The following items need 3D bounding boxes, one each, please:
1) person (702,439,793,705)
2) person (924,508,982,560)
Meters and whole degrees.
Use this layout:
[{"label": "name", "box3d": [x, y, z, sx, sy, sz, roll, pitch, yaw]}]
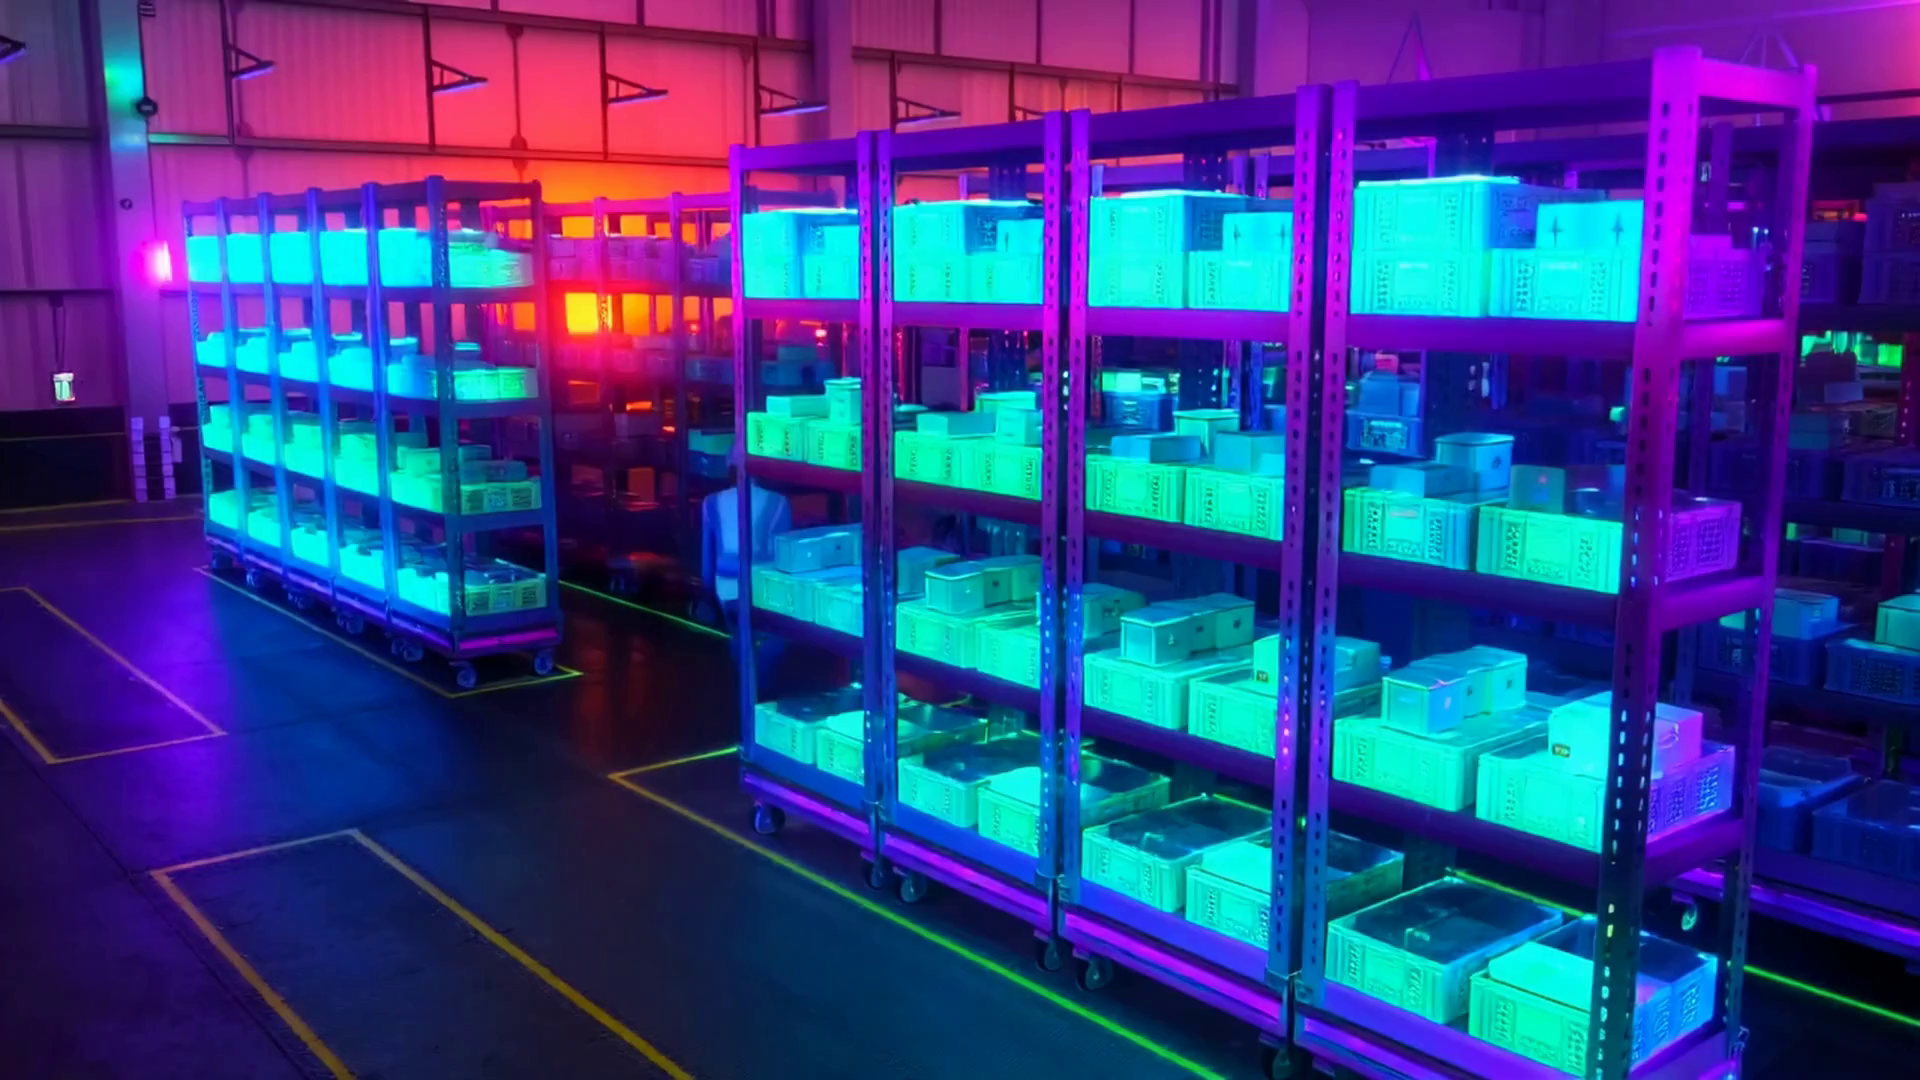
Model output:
[{"label": "person", "box3d": [-1.358, 0.295, 10.692, 0.636, 1.925, 0.696, 2, 10, 11]}, {"label": "person", "box3d": [-0.060, -0.239, 14.336, 0.977, 1.785, 0.688, 4, 10, 23]}]
